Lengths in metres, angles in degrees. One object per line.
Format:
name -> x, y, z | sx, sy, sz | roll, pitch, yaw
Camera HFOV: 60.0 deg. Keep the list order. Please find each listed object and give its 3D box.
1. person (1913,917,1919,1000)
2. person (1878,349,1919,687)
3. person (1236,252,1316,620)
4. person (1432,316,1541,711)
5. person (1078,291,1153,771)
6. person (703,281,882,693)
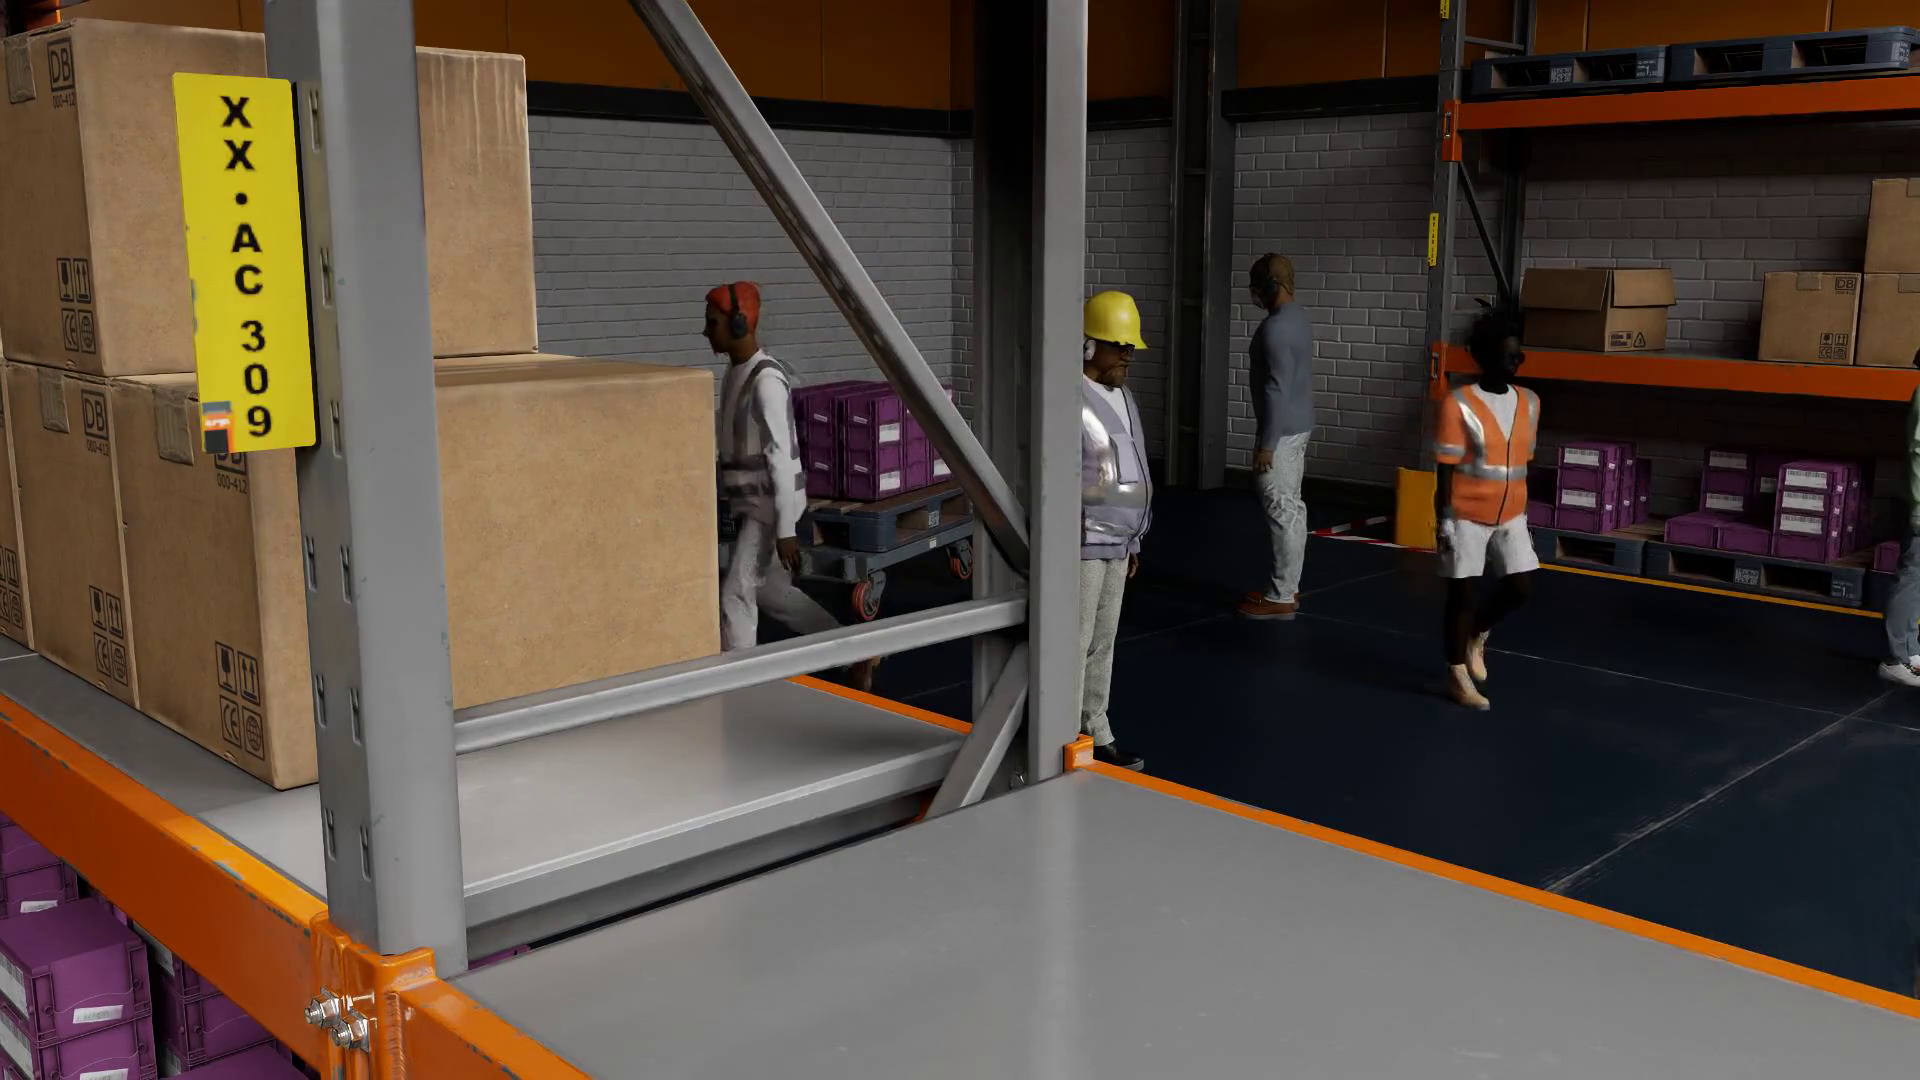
person -> 1.663, 0.768, 2.494 | 0.562, 1.614, 0.539 | 10, 14, 43
person -> 4.402, -0.161, 7.533 | 0.265, 1.631, 0.508 | 10, 14, 43
person -> 1.677, -0.541, 8.793 | 0.379, 1.932, 0.629 | 4, 11, 21
person -> 2.224, -0.113, 7.121 | 0.534, 1.685, 0.404 | -3, 11, -17
person -> 0.503, 0.004, 6.119 | 0.403, 1.822, 0.589 | 6, 12, 29
person -> -0.732, -0.128, 6.799 | 0.870, 1.848, 0.611 | -4, 11, -19
